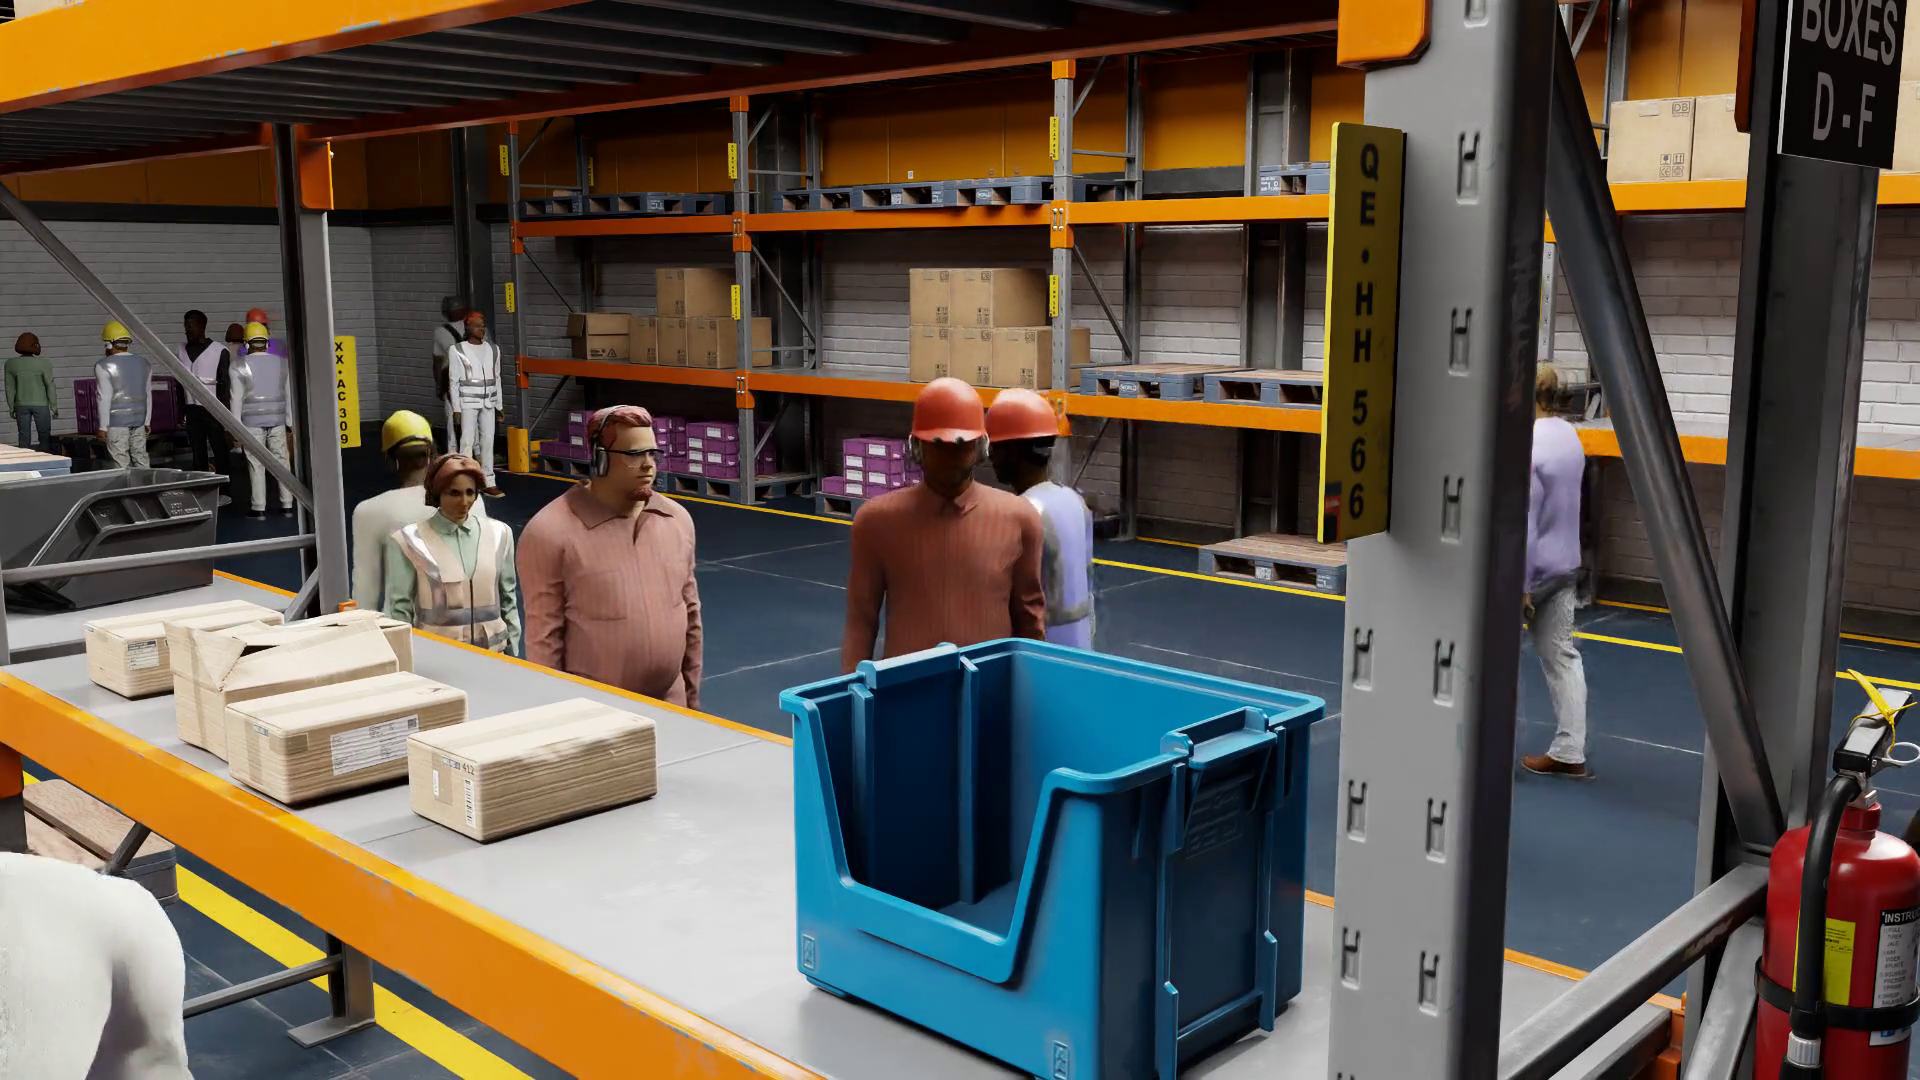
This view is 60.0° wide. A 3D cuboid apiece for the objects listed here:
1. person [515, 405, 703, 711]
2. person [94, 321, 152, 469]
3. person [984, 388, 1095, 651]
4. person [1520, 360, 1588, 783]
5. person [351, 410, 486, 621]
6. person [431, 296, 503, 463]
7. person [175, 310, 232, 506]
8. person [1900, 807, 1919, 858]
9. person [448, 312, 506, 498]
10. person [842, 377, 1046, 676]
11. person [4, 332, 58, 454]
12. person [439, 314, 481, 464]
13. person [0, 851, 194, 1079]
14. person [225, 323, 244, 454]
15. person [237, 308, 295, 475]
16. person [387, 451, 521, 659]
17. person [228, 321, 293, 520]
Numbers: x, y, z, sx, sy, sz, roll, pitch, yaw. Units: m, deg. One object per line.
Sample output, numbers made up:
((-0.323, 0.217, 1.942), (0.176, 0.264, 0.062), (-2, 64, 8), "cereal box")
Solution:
((-1.055, 0.525, 5.247), (0.642, 1.902, 0.400), (-9, 13, -43), "person")
((-7.743, -1.099, 15.382), (0.404, 1.831, 0.600), (3, 10, 20), "person")
((0.238, 0.452, 5.607), (0.455, 1.916, 0.563), (4, 10, 22), "person")
((2.526, 0.136, 7.594), (0.647, 1.909, 0.841), (-9, 13, -43), "person")
((-2.164, 0.347, 6.757), (0.564, 1.743, 0.423), (-5, 11, -28), "person")
((-5.886, -1.914, 19.750), (0.764, 2.000, 0.540), (-4, 10, -22), "person")
((-7.385, -1.285, 16.267), (0.598, 1.917, 0.375), (2, 10, 14), "person")
((3.537, 0.561, 5.746), (0.886, 1.641, 0.545), (5, 10, 26), "person")
((-4.849, -1.343, 16.728), (0.353, 1.884, 0.577), (8, 13, 42), "person")
((-0.045, 0.491, 5.145), (0.627, 1.991, 0.399), (0, 9, -3), "person")
((-10.034, -1.425, 17.996), (0.507, 1.631, 0.266), (-1, 9, -7), "person")
((-5.890, -1.812, 19.726), (0.625, 1.846, 0.429), (-3, 10, -20), "person")
((-1.204, 1.059, 1.941), (0.476, 1.910, 0.634), (9, 13, 44), "person")
((-9.052, -1.901, 20.912), (0.499, 1.634, 0.285), (-7, 12, -37), "person")
((-7.608, -1.593, 18.262), (0.564, 1.900, 0.993), (-7, 12, -37), "person")
((-1.892, 0.483, 6.279), (0.513, 1.640, 0.309), (-9, 13, -42), "person")
((-6.456, -1.099, 15.384), (0.596, 1.831, 0.403), (-9, 13, -43), "person")
